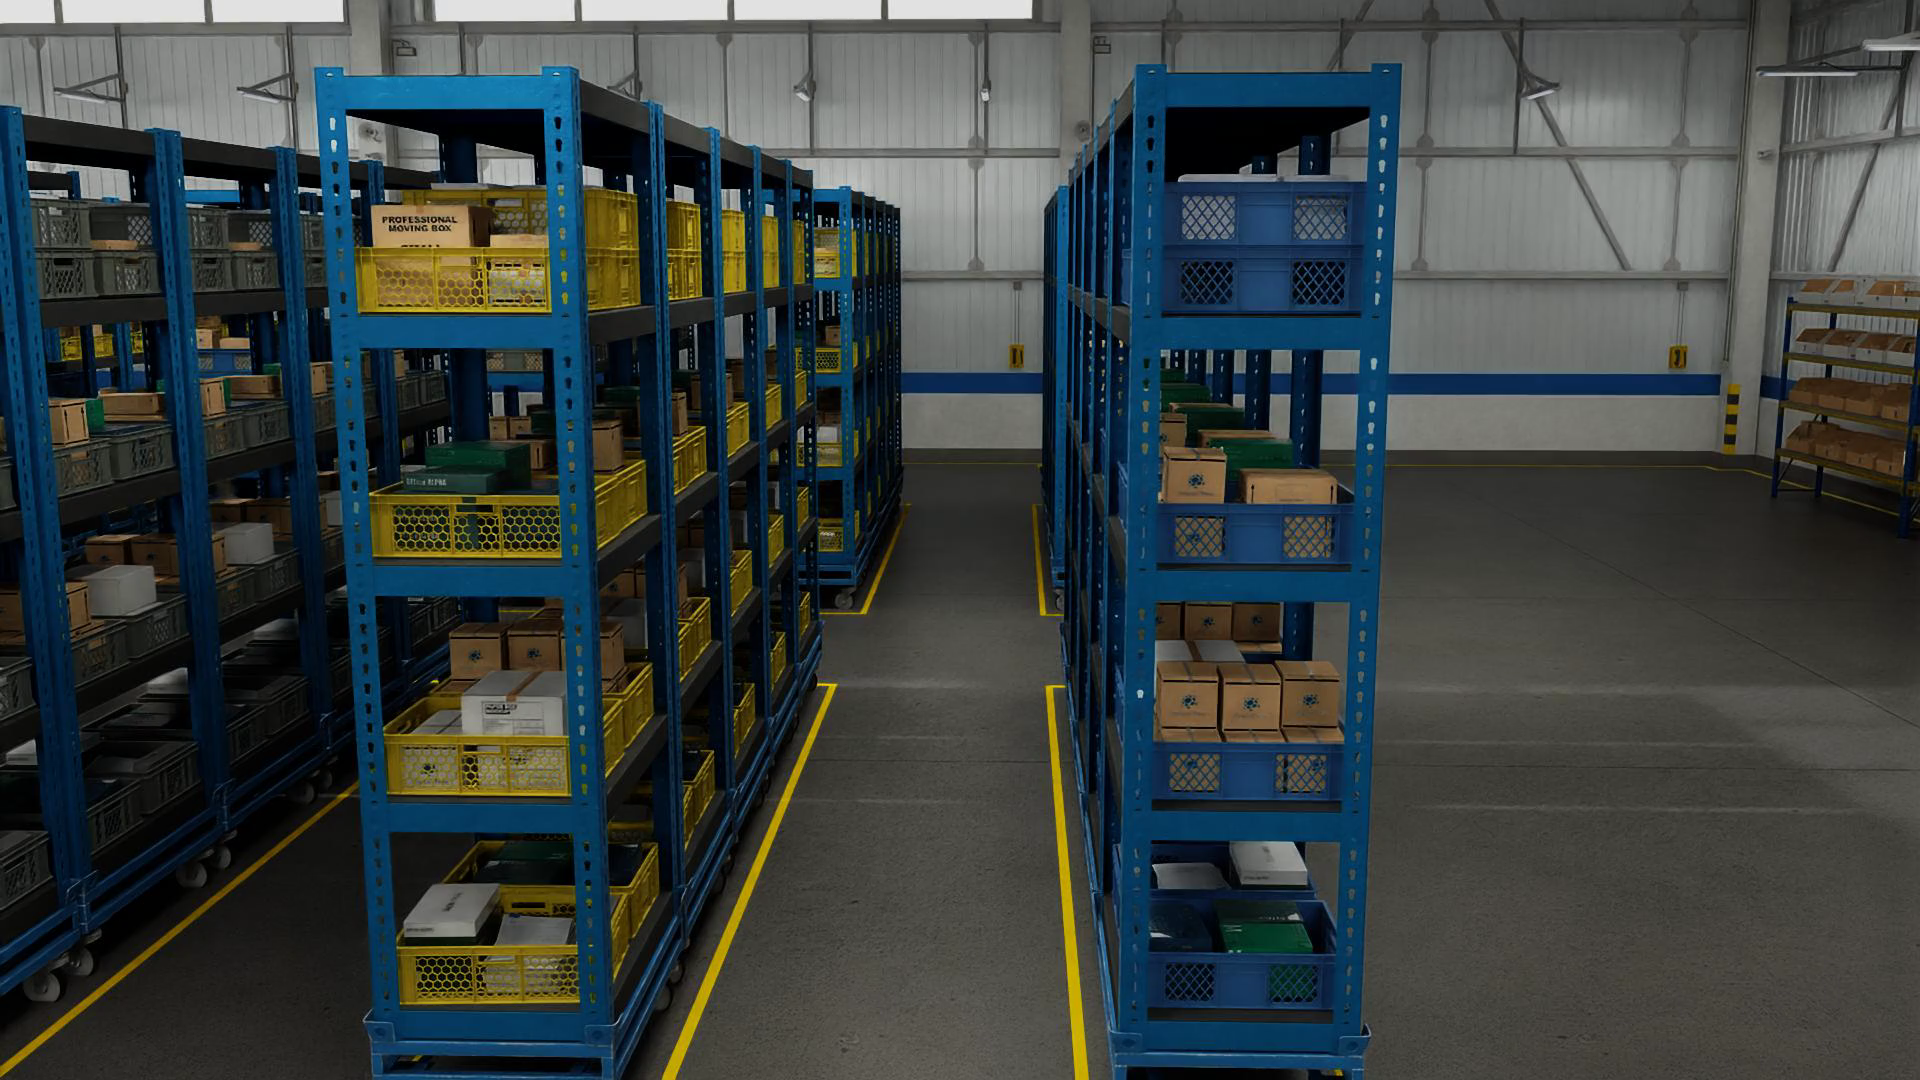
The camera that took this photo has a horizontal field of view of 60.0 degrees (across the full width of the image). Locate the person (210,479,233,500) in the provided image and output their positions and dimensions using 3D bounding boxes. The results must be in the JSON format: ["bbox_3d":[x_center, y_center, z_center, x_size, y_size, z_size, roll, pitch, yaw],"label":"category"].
[{"bbox_3d":[-7.563,-0.745,16.588,0.684,1.929,0.703,9,13,42],"label":"person"}]
